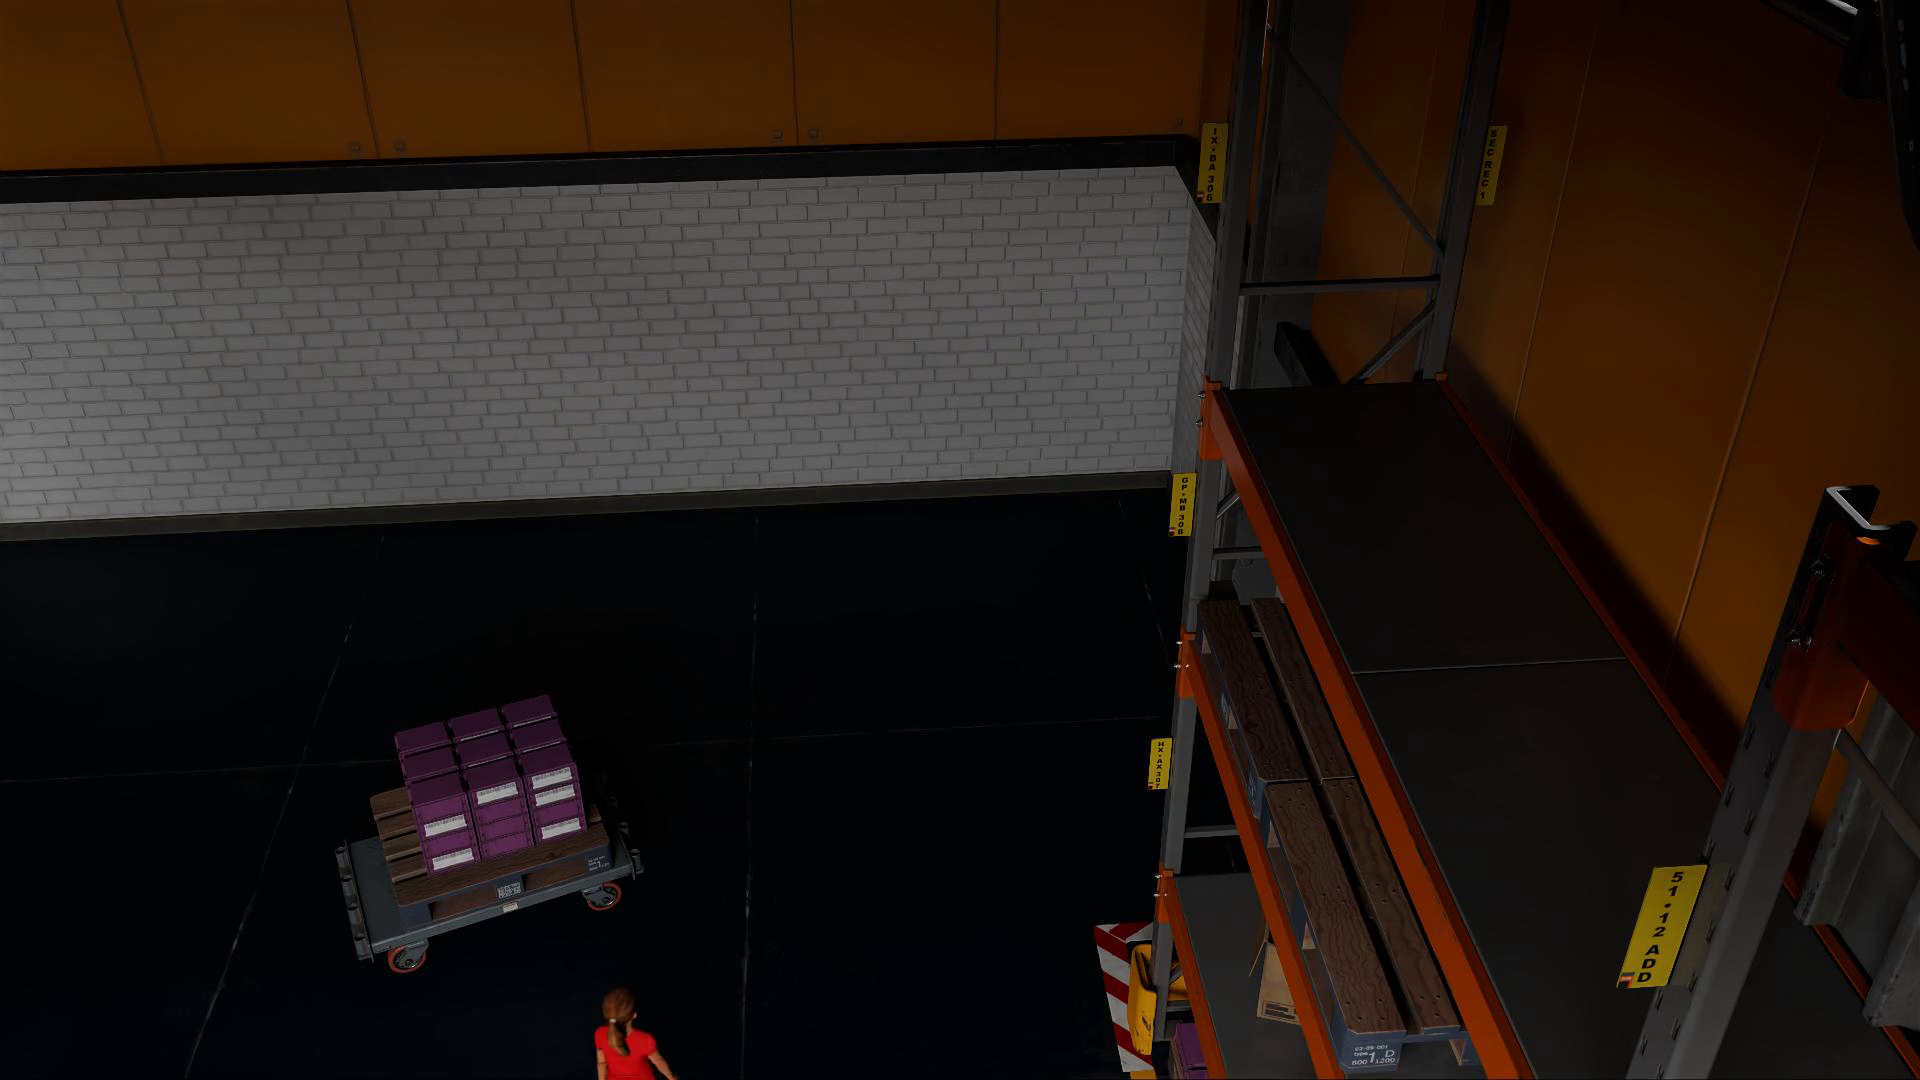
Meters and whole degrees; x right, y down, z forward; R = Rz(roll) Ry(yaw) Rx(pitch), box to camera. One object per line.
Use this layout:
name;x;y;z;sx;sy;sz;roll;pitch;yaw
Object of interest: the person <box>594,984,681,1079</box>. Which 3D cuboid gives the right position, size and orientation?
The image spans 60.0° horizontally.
person;-1.615;2.734;8.082;0.694;1.285;0.910;11;35;15
